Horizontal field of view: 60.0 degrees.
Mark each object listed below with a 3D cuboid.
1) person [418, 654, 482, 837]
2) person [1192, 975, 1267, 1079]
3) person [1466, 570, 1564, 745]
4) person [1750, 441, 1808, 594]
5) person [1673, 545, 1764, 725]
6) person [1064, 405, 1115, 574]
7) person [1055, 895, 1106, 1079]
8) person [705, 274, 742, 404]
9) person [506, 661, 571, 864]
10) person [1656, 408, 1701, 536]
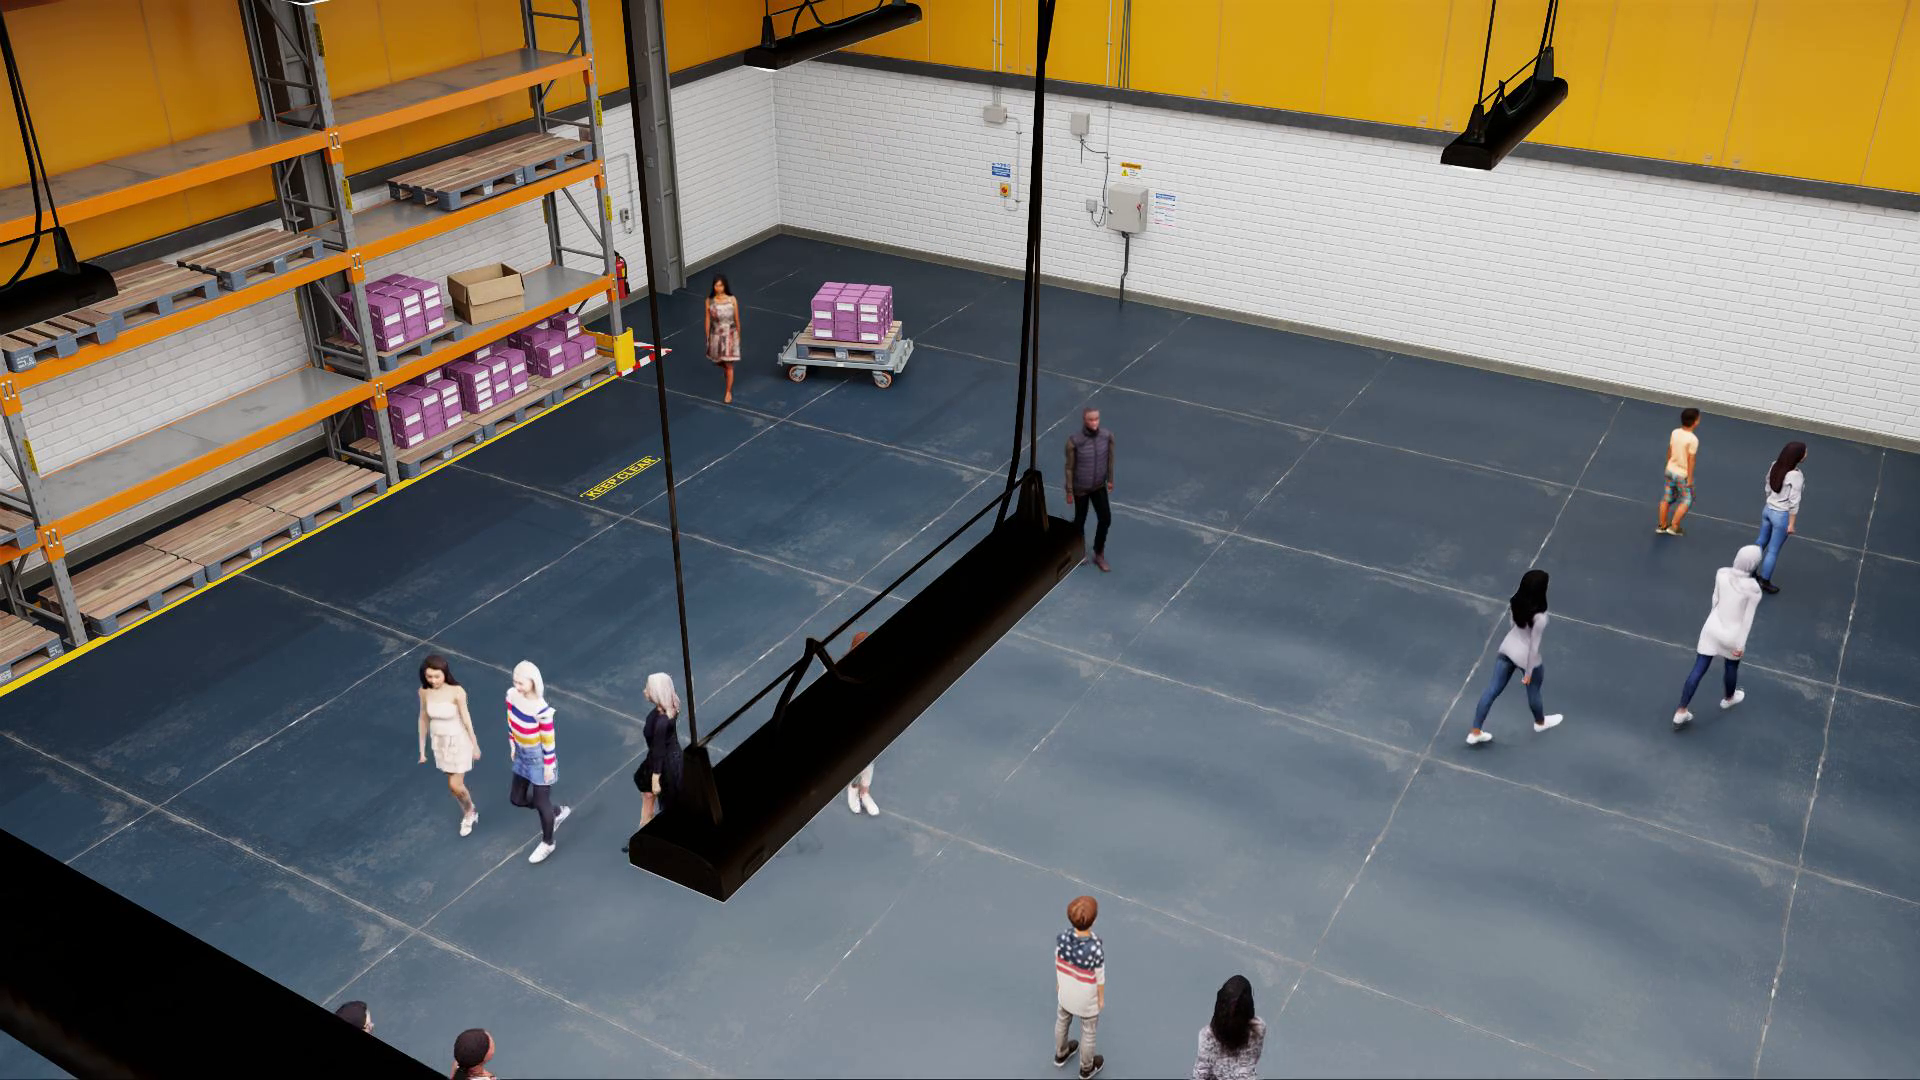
[{"bbox_3d":[-3.983,1.594,13.225,0.647,1.728,0.605,10,30,18],"label":"person"},{"bbox_3d":[1.632,3.407,9.958,1.109,1.674,1.296,-4,29,-7],"label":"person"},{"bbox_3d":[4.709,1.047,14.272,1.229,1.687,1.083,-11,31,-20],"label":"person"},{"bbox_3d":[8.205,-0.247,16.699,0.733,1.633,0.656,-5,29,-10],"label":"person"},{"bbox_3d":[6.626,0.858,14.564,1.223,1.737,0.966,-18,33,-29],"label":"person"},{"bbox_3d":[1.297,-0.587,17.129,0.938,1.818,1.001,-9,30,-16],"label":"person"},{"bbox_3d":[0.793,2.958,11.025,0.527,1.440,0.497,19,34,30],"label":"person"},{"bbox_3d":[-2.966,-2.593,21.008,0.885,1.626,1.033,-1,29,-1],"label":"person"},{"bbox_3d":[-3.270,1.677,12.998,0.697,1.800,0.751,20,34,32],"label":"person"},{"bbox_3d":[7.624,-0.704,17.723,0.686,1.455,0.648,-12,31,-21],"label":"person"}]
